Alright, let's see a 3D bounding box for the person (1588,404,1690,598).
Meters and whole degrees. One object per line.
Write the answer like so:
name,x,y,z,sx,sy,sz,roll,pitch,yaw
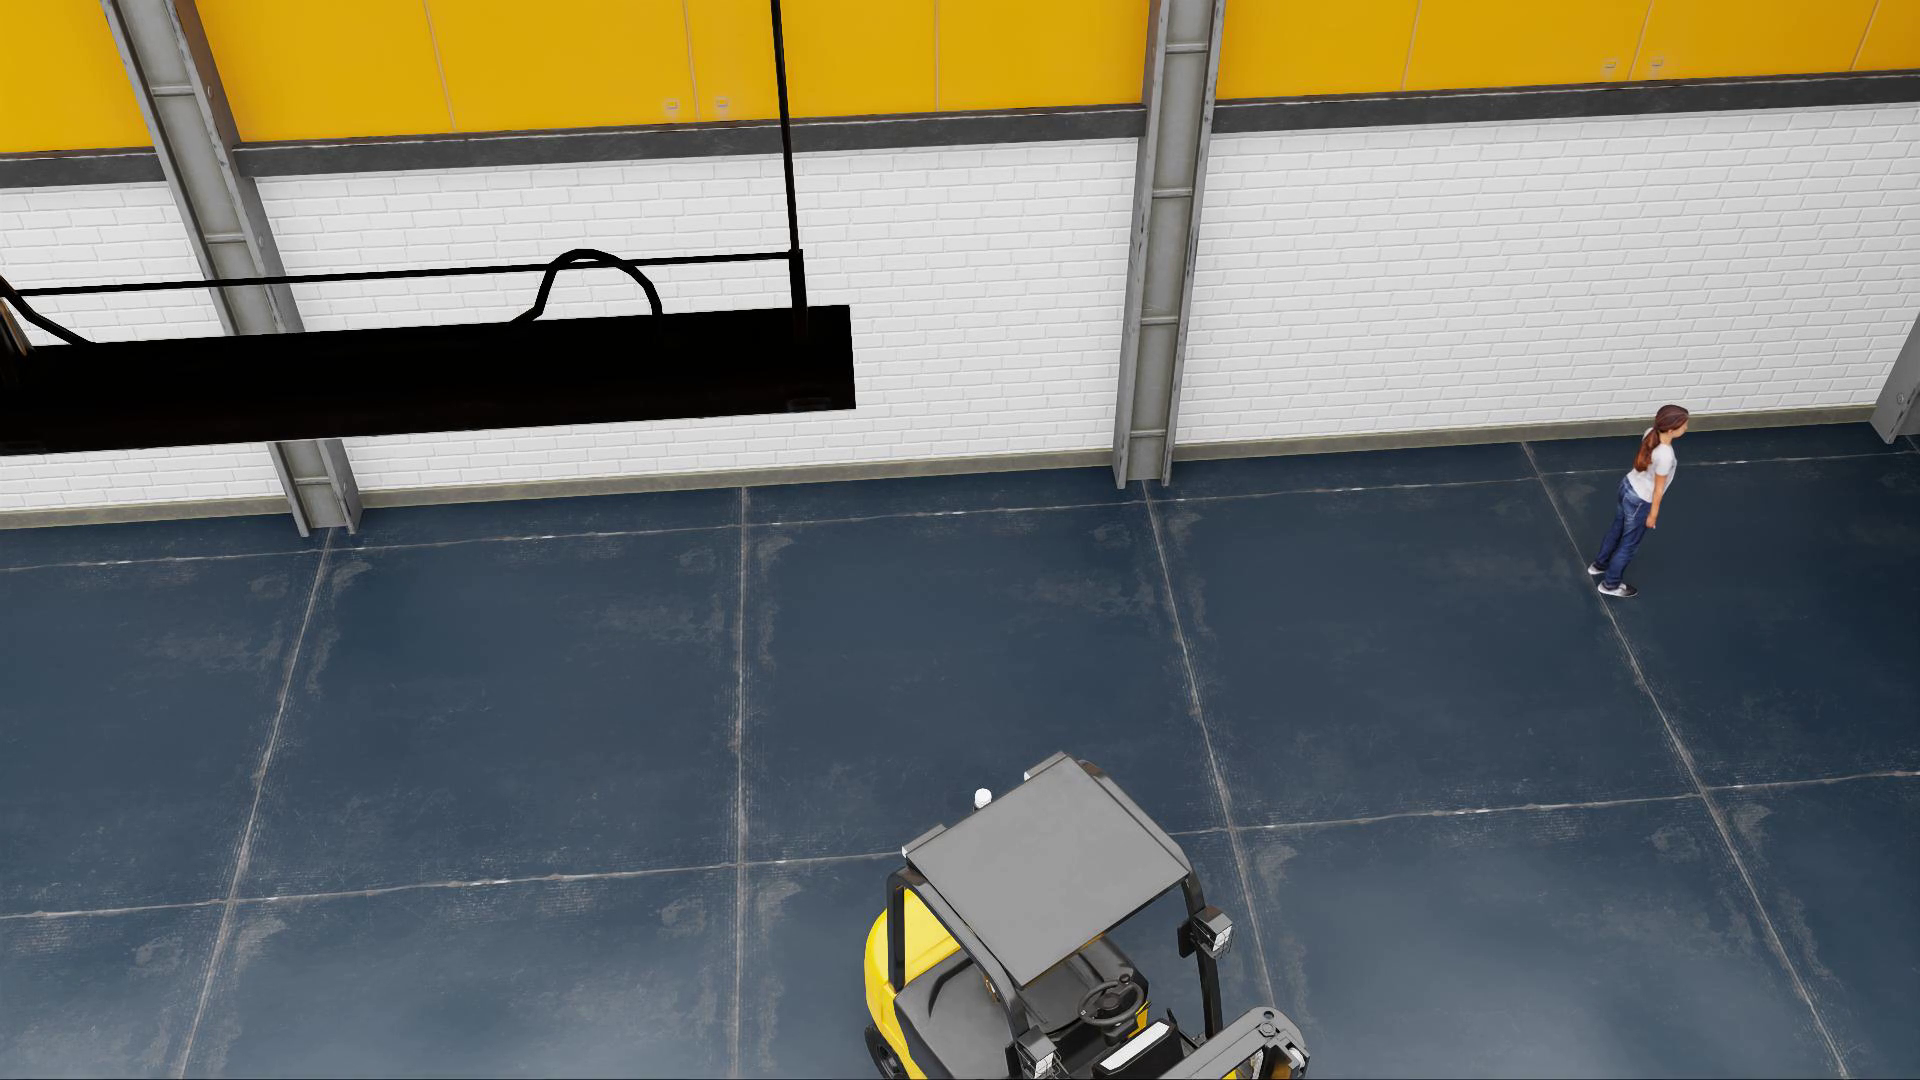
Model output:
person,4.600,-0.294,11.240,0.512,1.562,0.541,-2,44,-2
